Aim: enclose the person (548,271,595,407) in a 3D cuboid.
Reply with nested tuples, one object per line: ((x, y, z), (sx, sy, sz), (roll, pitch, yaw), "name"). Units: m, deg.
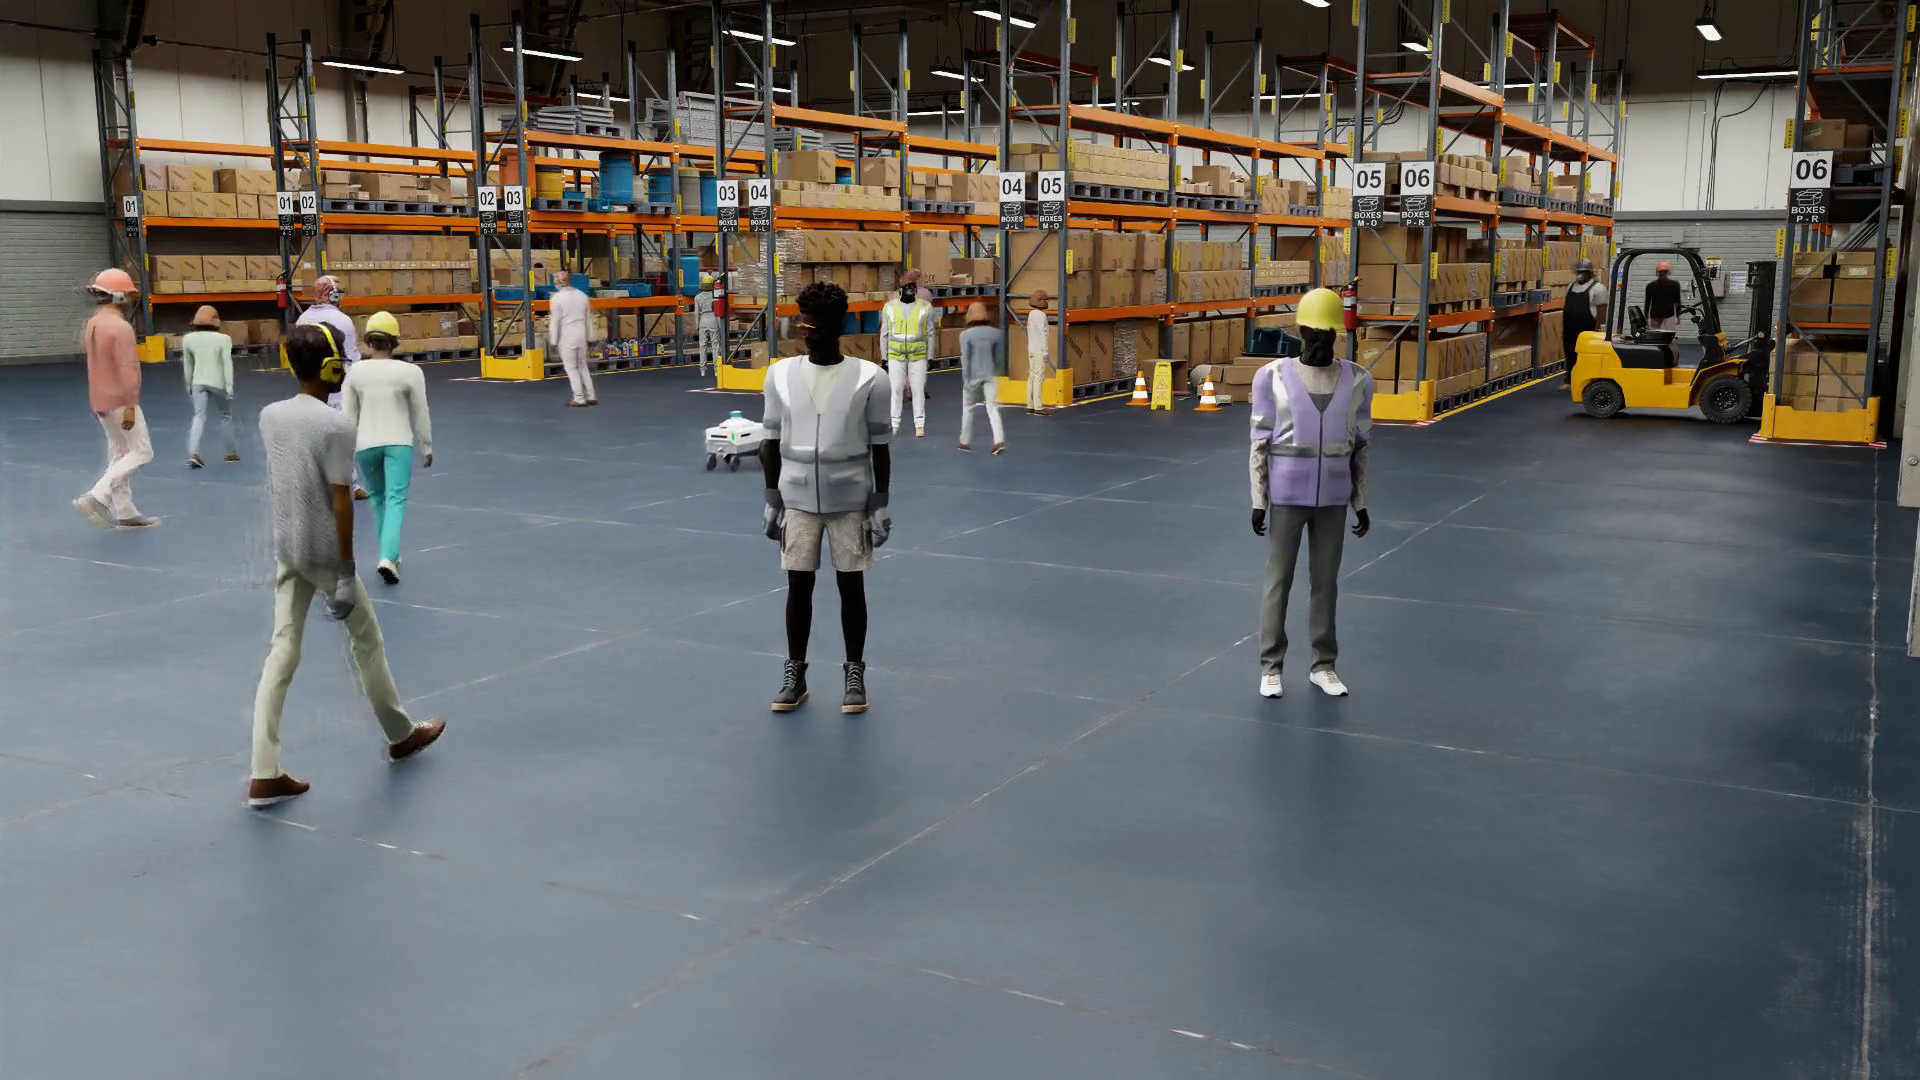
((-5.374, -2.762, 22.912), (0.441, 1.878, 0.690), (6, 12, 33), "person")

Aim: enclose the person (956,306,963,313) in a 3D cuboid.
((0.161, -5.065, 36.902), (0.547, 1.678, 0.552), (2, 10, 13), "person")

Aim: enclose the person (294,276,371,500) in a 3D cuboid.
((-5.312, -1.283, 14.146), (0.642, 1.909, 0.408), (5, 11, 26), "person")

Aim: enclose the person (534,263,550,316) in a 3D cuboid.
((-9.829, -5.540, 39.032), (0.598, 1.917, 0.378), (6, 11, 32), "person")

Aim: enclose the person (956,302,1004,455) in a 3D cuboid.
((0.231, -1.699, 17.496), (0.500, 1.598, 0.835), (-4, 11, -24), "person")

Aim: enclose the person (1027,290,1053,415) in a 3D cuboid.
((1.034, -2.446, 21.745), (0.279, 1.634, 0.499), (-3, 10, -19), "person")

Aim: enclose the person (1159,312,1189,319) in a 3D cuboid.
((4.306, -4.591, 33.512), (0.651, 1.906, 0.403), (6, 11, 30), "person")

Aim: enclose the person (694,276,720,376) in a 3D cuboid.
((-4.351, -3.714, 28.882), (0.485, 1.736, 0.308), (1, 10, 7), "person")

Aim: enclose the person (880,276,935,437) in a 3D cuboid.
((-0.606, -2.102, 19.126), (0.634, 1.843, 0.429), (0, 10, 3), "person")

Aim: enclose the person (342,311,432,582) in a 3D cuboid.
((-3.704, -0.605, 10.714), (0.535, 1.729, 0.886), (-1, 10, -6), "person")

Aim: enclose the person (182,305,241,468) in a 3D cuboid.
((-7.441, -1.522, 16.451), (0.510, 1.597, 0.832), (0, 10, 0), "person")

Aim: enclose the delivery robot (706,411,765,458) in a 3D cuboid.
((-2.181, -1.018, 16.268), (0.477, 0.478, 0.707), (4, 10, 22), "delivery robot")

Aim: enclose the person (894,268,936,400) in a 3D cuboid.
((-0.628, -2.947, 23.928), (0.676, 1.891, 0.428), (5, 11, 28), "person")

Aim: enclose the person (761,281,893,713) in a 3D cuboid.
((-0.609, -0.186, 7.558), (0.602, 1.961, 0.371), (1, 10, 7), "person")

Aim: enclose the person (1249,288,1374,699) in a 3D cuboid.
((1.651, -0.214, 7.825), (0.584, 1.927, 0.369), (-1, 10, -5), "person")

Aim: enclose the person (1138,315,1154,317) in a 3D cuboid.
((3.442, -4.262, 31.873), (0.612, 1.810, 0.822), (6, 12, 33), "person")

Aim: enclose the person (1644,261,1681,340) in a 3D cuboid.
((13.078, -4.197, 30.984), (0.659, 1.977, 0.712), (5, 11, 28), "person")

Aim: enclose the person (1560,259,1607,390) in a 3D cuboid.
((9.504, -3.284, 25.466), (0.554, 2.000, 0.727), (-6, 11, -32), "person")

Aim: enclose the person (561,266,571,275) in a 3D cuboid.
((-9.284, -5.663, 40.008), (0.778, 1.844, 0.546), (-4, 10, -21), "person")

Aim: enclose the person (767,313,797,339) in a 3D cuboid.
((-3.212, -3.916, 29.509), (0.660, 1.919, 0.757), (3, 10, 18), "person")

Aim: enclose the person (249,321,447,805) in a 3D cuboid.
((-2.478, 0.066, 6.493), (0.536, 1.818, 0.970), (4, 11, 24), "person")

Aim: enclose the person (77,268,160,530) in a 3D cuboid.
((-6.347, -1.029, 12.436), (0.620, 1.981, 0.558), (7, 12, 37), "person")

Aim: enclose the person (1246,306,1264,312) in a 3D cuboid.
((7.029, -5.648, 39.765), (1.001, 1.889, 0.639), (6, 11, 30), "person")
